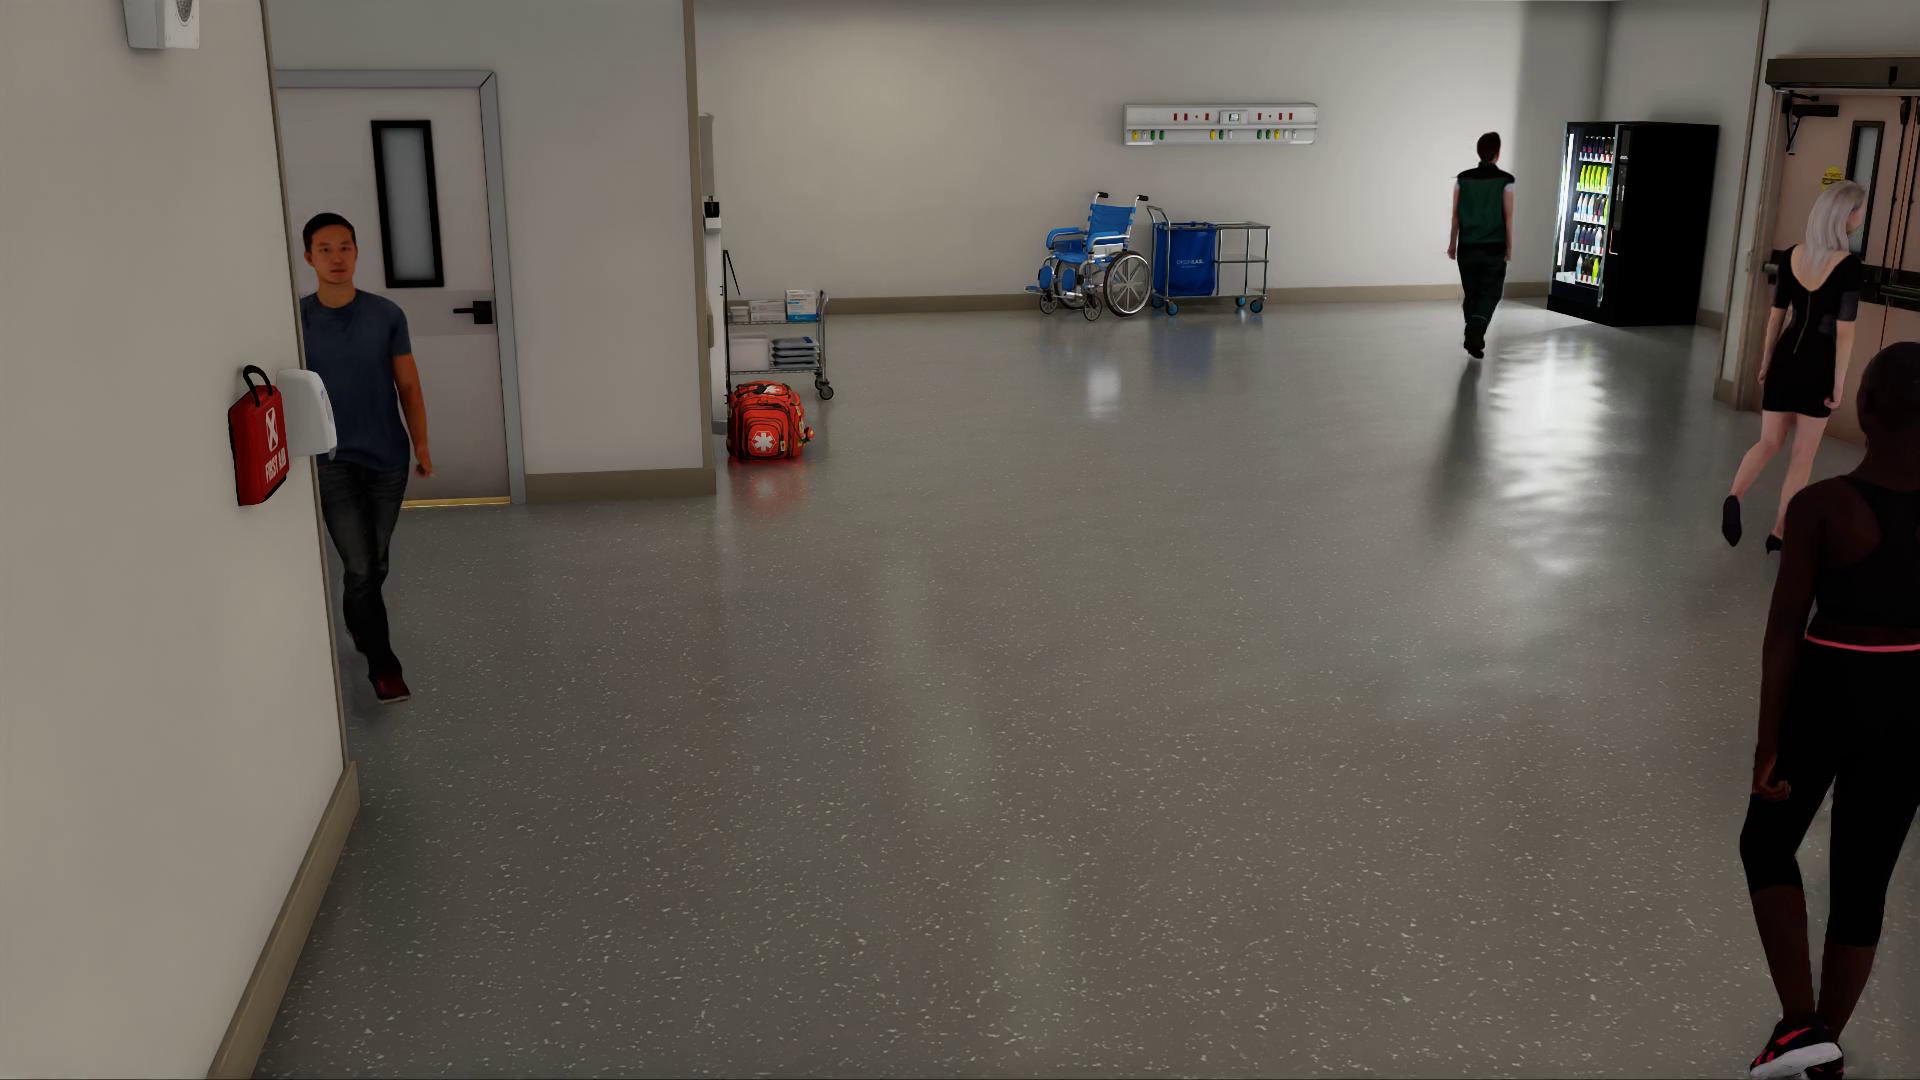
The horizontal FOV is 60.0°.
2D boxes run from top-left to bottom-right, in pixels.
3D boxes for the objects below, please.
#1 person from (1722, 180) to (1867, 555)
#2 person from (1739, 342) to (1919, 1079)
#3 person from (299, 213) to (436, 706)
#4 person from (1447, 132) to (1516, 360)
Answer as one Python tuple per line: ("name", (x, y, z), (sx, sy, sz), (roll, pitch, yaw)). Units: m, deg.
("person", (3.892, -0.747, 7.798), (0.916, 1.805, 0.989), (-11, 19, -34))
("person", (1.984, 0.459, 3.626), (0.749, 1.748, 0.850), (3, 16, 12))
("person", (-2.313, -0.315, 6.339), (0.989, 1.766, 1.251), (-10, 19, -32))
("person", (4.218, -2.353, 13.463), (1.073, 1.818, 1.138), (11, 19, 34))
